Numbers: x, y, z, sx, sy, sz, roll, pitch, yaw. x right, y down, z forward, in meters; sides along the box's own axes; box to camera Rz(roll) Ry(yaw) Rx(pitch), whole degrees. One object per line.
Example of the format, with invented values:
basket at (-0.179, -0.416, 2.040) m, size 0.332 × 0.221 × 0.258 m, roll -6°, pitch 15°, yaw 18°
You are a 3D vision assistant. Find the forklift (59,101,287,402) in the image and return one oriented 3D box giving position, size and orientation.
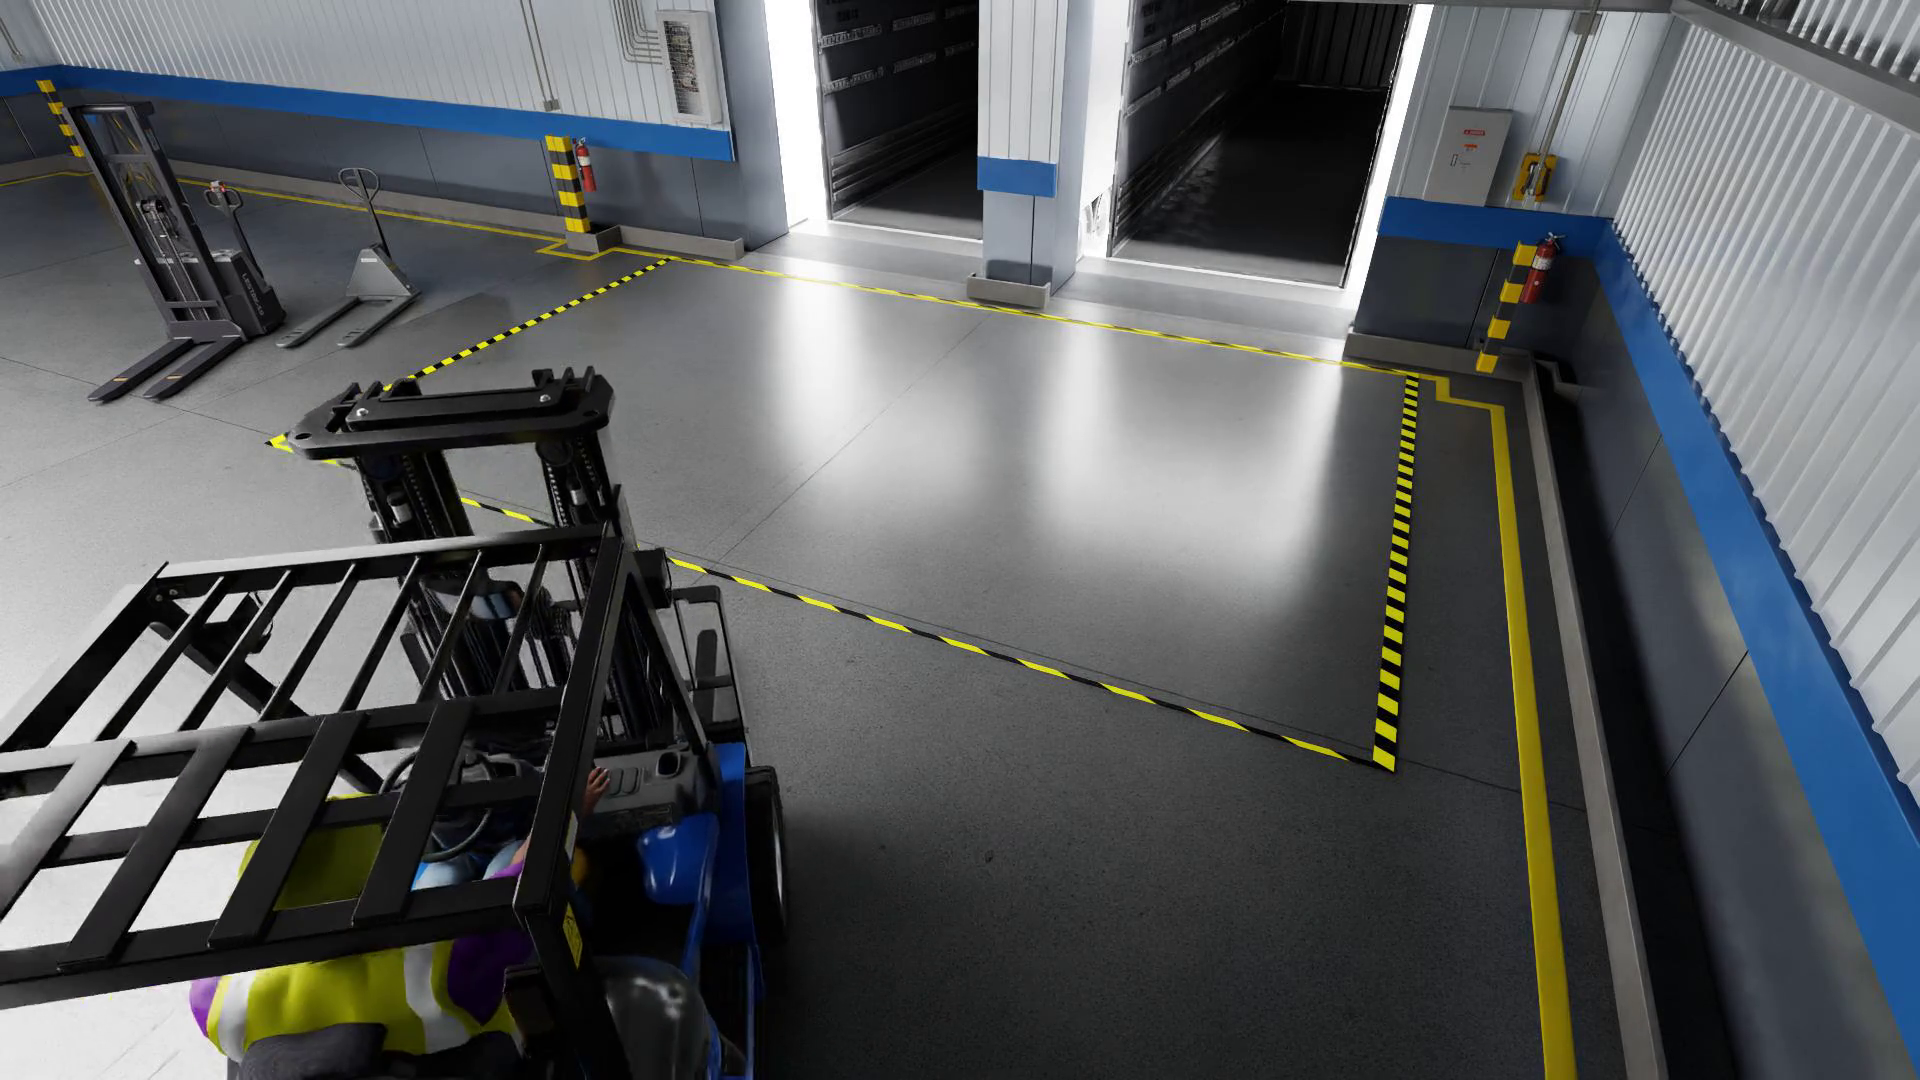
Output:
forklift at (-6.686, -2.387, 7.434) m, size 0.823 × 1.965 × 1.885 m, roll -3°, pitch 35°, yaw -5°

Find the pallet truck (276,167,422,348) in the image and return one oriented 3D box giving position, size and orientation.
pallet truck at (-5.732, -2.611, 8.414) m, size 0.680 × 1.201 × 1.601 m, roll -1°, pitch 35°, yaw -1°

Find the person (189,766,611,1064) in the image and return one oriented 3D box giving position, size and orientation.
person at (-1.188, 0.827, 2.200) m, size 0.635 × 1.294 × 1.004 m, roll -6°, pitch 35°, yaw -8°

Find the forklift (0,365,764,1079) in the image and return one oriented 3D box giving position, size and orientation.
forklift at (-1.184, 1.014, 2.259) m, size 1.157 × 2.036 × 2.680 m, roll -6°, pitch 35°, yaw -8°
